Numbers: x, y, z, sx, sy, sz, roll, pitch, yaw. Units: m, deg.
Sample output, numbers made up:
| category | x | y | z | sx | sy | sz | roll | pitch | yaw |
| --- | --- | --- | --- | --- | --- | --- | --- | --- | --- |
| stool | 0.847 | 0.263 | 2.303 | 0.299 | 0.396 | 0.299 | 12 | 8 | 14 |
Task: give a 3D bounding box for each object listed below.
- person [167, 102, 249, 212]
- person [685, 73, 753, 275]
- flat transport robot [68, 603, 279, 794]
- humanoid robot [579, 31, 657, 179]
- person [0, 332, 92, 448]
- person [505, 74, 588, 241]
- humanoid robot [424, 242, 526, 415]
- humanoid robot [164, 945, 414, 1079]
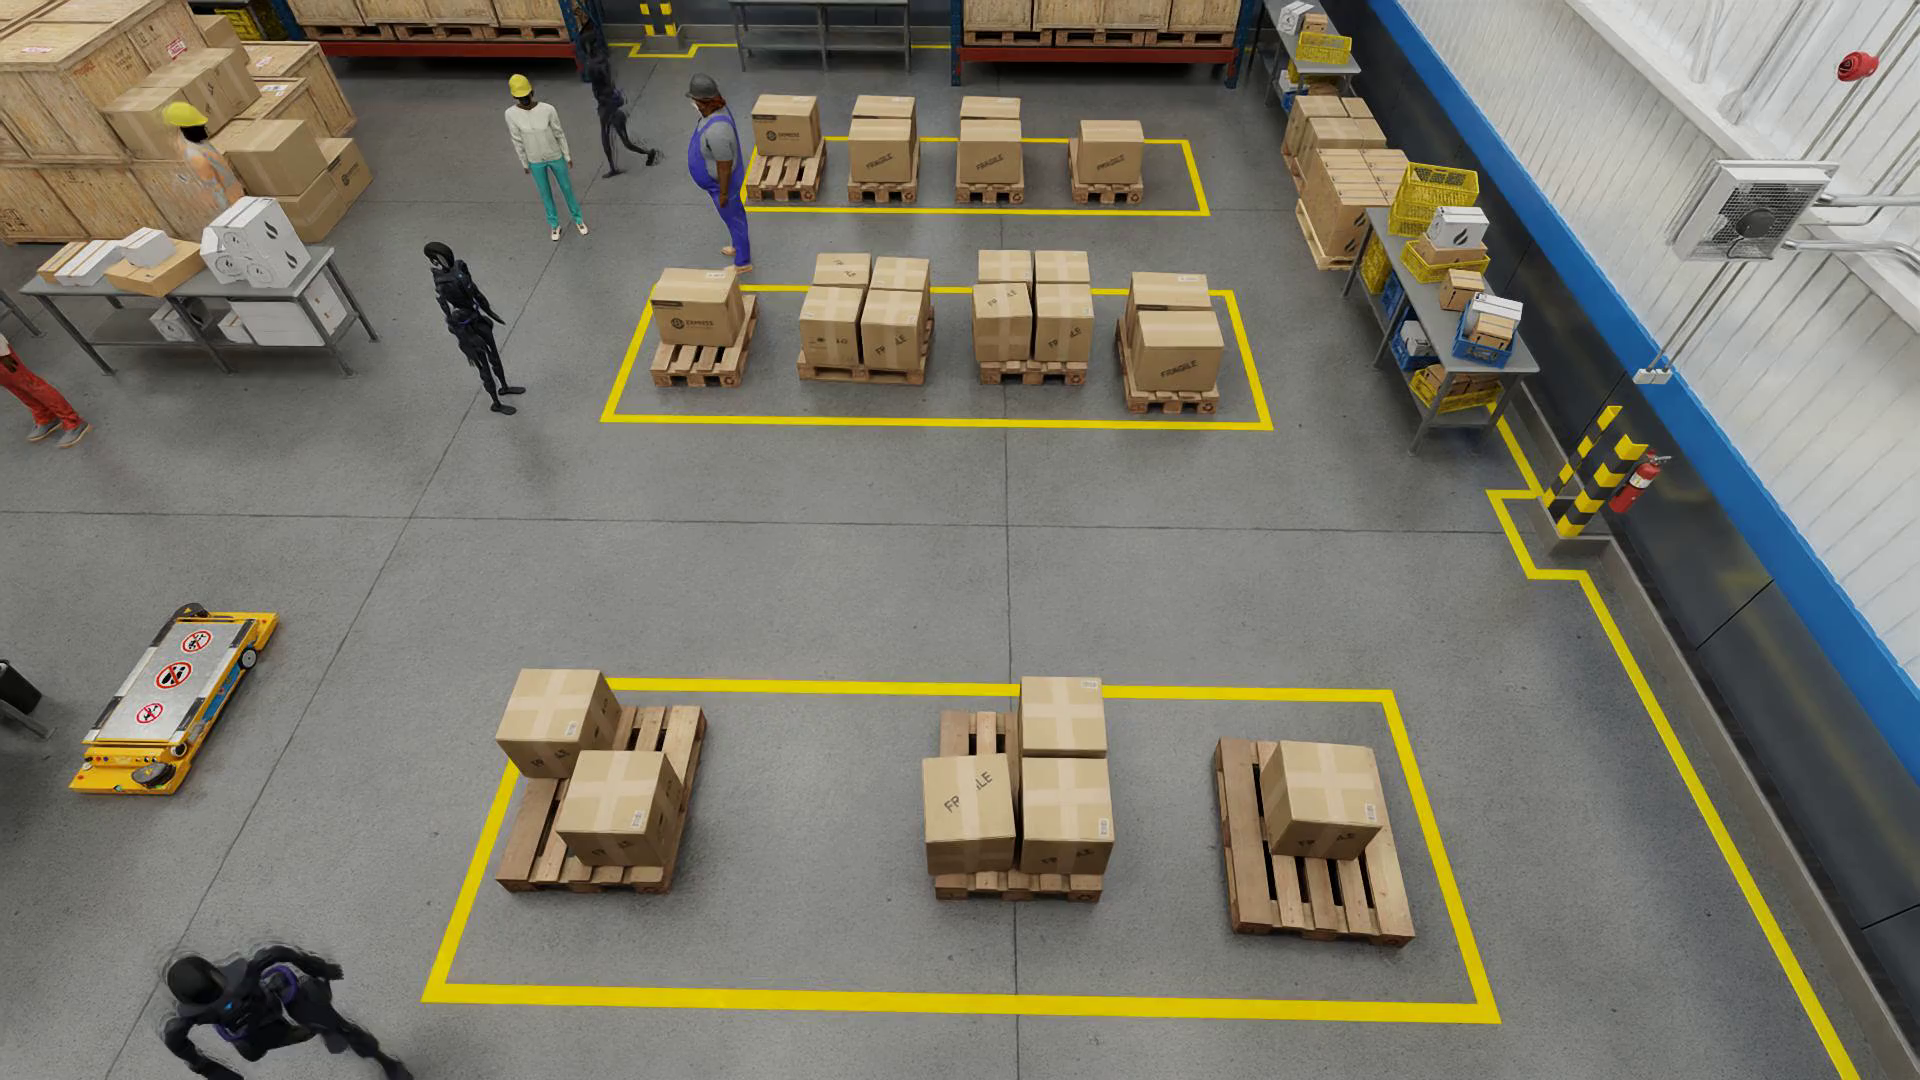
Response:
| category | x | y | z | sx | sy | sz | roll | pitch | yaw |
| --- | --- | --- | --- | --- | --- | --- | --- | --- | --- |
| person | -7.402 | -3.431 | 9.205 | 0.796 | 1.891 | 0.595 | -31 | 56 | -23 |
| person | -2.460 | -3.698 | 9.336 | 0.538 | 2.000 | 0.680 | -8 | 50 | -6 |
| flat transport robot | -5.504 | 1.072 | 6.442 | 0.652 | 0.197 | 1.431 | 1 | 50 | 1 |
| humanoid robot | -4.093 | -5.125 | 10.798 | 0.596 | 1.638 | 0.684 | 36 | 58 | 26 |
| person | -8.134 | -1.600 | 7.591 | 0.608 | 1.995 | 0.375 | 12 | 51 | 10 |
| person | -4.450 | -4.092 | 9.847 | 0.523 | 1.769 | 0.319 | -15 | 51 | -13 |
| humanoid robot | -4.232 | -1.852 | 8.002 | 0.313 | 1.657 | 0.609 | 1 | 50 | 0 |
| humanoid robot | -3.318 | 2.359 | 4.472 | 0.779 | 1.618 | 0.568 | 35 | 58 | 26 |
